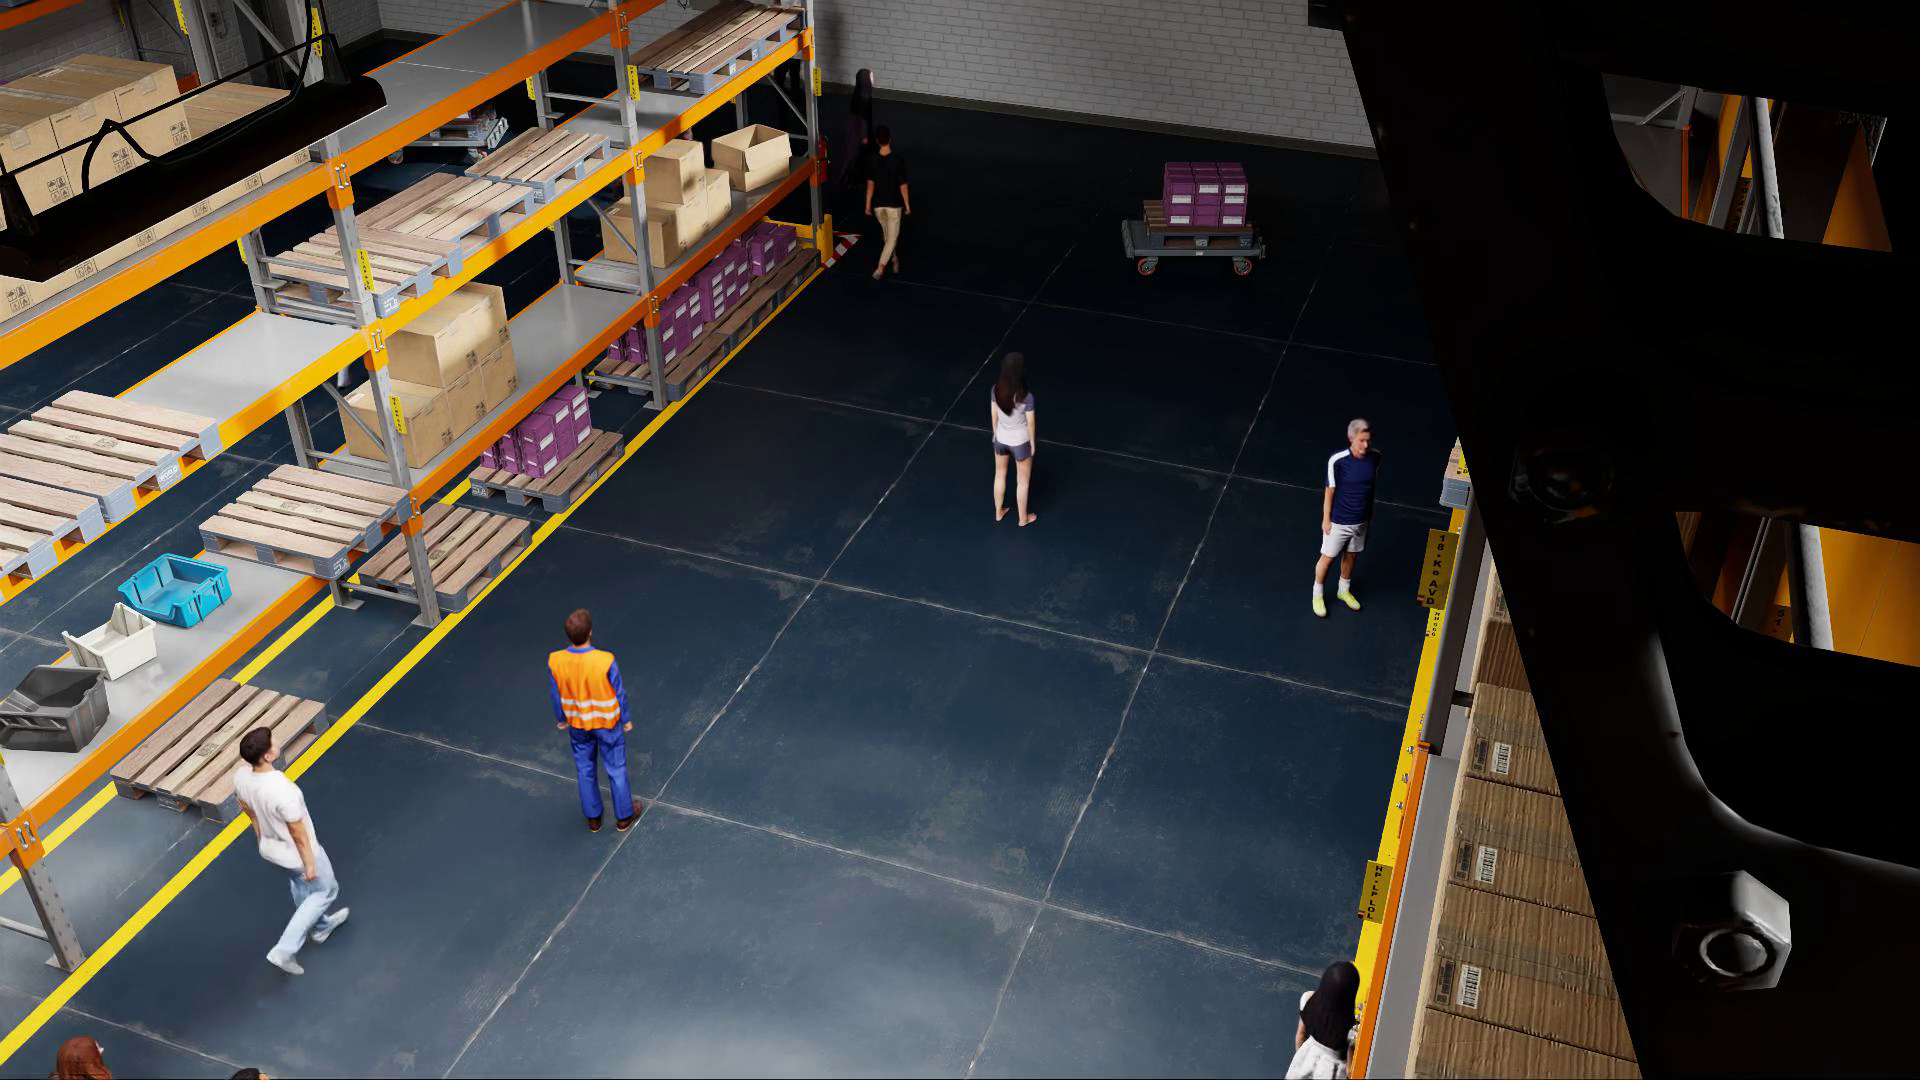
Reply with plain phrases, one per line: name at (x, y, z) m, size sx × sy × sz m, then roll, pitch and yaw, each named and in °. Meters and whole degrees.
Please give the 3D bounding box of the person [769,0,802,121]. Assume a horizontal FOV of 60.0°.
person at (-2.485, -7.021, 24.037) m, size 0.769 × 1.826 × 0.910 m, roll -13°, pitch 36°, yaw -19°

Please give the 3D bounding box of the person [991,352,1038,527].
person at (0.474, -0.907, 14.945) m, size 0.633 × 1.707 × 0.585 m, roll 19°, pitch 38°, yaw 26°

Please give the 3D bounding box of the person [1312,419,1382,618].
person at (3.212, -0.216, 13.786) m, size 0.721 × 1.838 × 0.763 m, roll -11°, pitch 35°, yaw -17°

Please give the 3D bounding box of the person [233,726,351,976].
person at (-4.283, 1.974, 10.481) m, size 0.771 × 1.849 × 0.993 m, roll 17°, pitch 37°, yaw 24°

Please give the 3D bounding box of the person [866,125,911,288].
person at (-0.868, -3.817, 19.228) m, size 0.726 × 1.812 × 1.132 m, roll 10°, pitch 35°, yaw 15°

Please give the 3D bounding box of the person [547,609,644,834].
person at (-2.537, 1.260, 11.544) m, size 0.757 × 1.864 × 0.710 m, roll 2°, pitch 34°, yaw 3°

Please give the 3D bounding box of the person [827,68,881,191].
person at (-1.381, -5.363, 21.747) m, size 1.020 × 1.599 × 1.177 m, roll -4°, pitch 34°, yaw -6°

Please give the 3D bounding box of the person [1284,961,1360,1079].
person at (1.977, 2.962, 9.068) m, size 0.790 × 1.769 × 0.771 m, roll -27°, pitch 42°, yaw -34°
